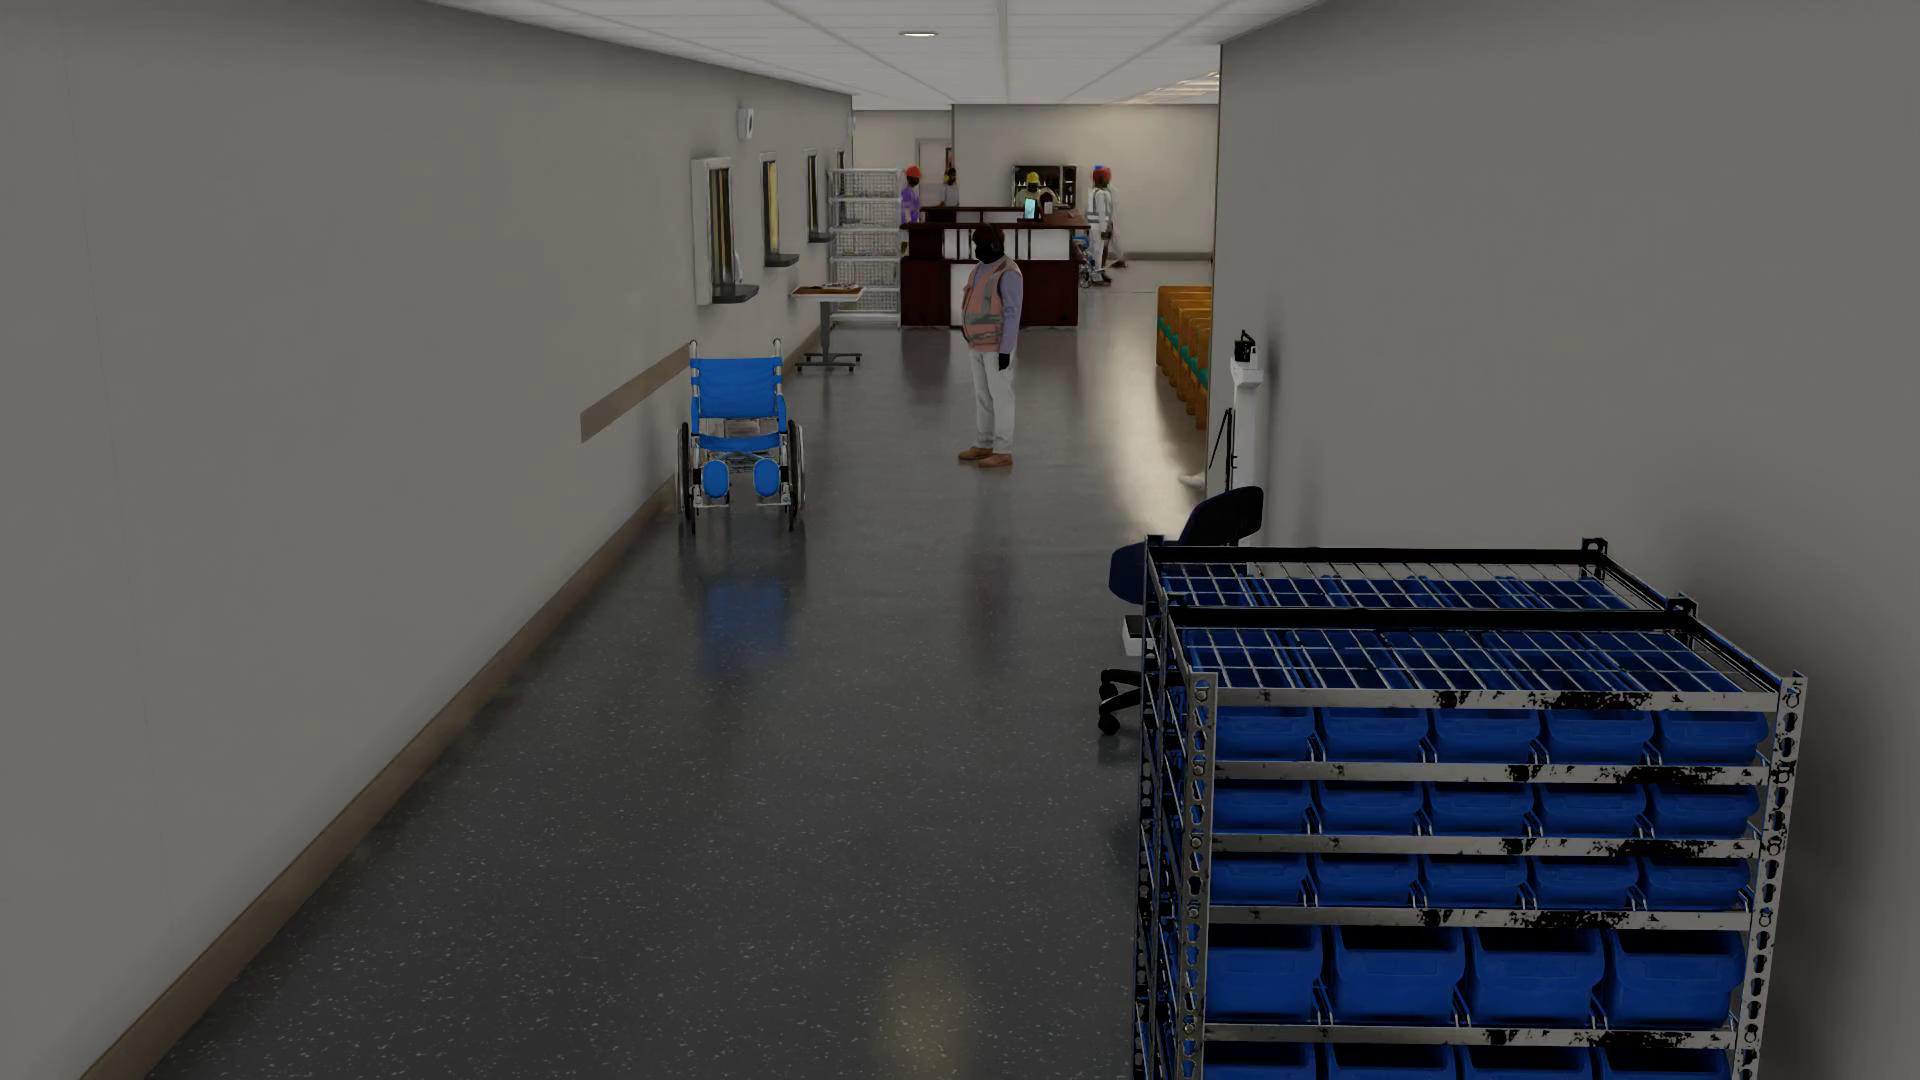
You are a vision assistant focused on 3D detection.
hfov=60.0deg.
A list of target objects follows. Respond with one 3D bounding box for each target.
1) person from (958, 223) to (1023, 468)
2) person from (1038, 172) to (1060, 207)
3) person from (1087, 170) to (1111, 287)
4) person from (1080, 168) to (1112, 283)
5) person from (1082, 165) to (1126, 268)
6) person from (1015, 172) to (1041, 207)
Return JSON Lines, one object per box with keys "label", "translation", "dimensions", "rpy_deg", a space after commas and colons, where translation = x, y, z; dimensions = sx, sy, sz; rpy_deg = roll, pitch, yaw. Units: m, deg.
{"label": "person", "translation": [0.225, -1.474, 12.635], "dimensions": [0.429, 1.839, 0.623], "rpy_deg": [-7, 15, -26]}
{"label": "person", "translation": [1.519, -5.276, 28.087], "dimensions": [0.431, 1.834, 0.626], "rpy_deg": [3, 14, 14]}
{"label": "person", "translation": [2.268, -5.094, 27.222], "dimensions": [0.355, 1.884, 0.575], "rpy_deg": [-3, 14, -13]}
{"label": "person", "translation": [2.316, -5.225, 27.700], "dimensions": [0.473, 1.915, 0.569], "rpy_deg": [-8, 16, -31]}
{"label": "person", "translation": [2.654, -5.976, 30.819], "dimensions": [0.991, 1.894, 0.608], "rpy_deg": [0, 14, 1]}
{"label": "person", "translation": [1.238, -5.410, 28.638], "dimensions": [0.595, 1.823, 0.403], "rpy_deg": [-1, 14, -5]}
